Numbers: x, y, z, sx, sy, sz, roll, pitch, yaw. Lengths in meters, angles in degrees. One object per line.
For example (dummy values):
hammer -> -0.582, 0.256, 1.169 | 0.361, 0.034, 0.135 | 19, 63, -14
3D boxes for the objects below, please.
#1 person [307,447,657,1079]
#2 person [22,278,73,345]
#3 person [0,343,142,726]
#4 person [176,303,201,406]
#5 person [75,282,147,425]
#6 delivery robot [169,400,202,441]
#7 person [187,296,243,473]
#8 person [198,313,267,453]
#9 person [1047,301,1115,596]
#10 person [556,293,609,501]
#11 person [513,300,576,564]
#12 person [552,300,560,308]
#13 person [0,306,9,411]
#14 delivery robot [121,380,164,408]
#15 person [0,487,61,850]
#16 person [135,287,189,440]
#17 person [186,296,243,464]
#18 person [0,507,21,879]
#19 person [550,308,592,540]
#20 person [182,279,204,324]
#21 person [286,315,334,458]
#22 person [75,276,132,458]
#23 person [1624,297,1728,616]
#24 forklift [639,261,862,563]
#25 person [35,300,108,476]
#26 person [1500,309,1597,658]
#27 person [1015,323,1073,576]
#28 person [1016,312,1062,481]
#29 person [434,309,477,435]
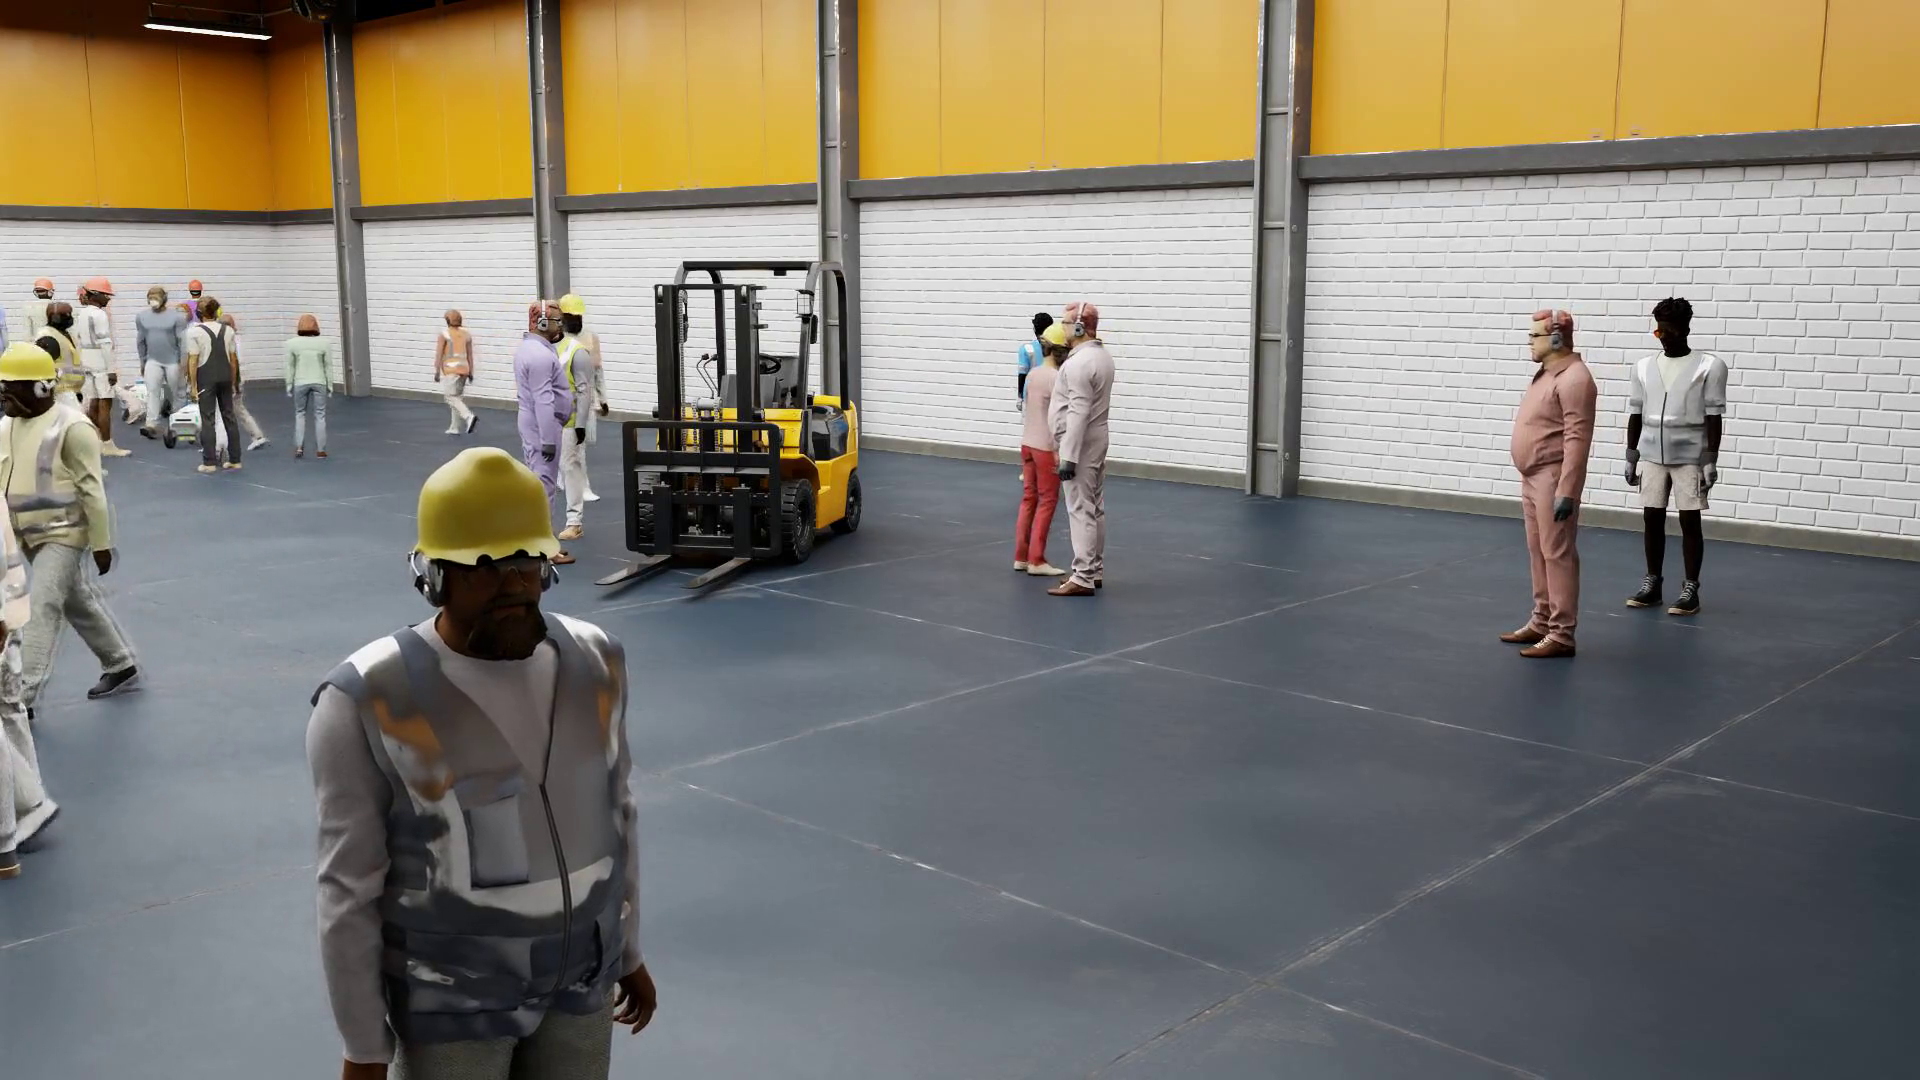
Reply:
person -> -0.777, 0.750, 2.849 | 0.404, 1.830, 0.603 | 9, 13, 44
person -> -12.626, -2.625, 23.063 | 0.613, 1.991, 0.392 | -5, 11, -29
person -> -4.322, -0.046, 7.898 | 0.617, 1.785, 0.945 | 5, 10, 27
person -> -11.078, -2.574, 23.840 | 0.508, 1.631, 0.264 | -3, 10, -16
person -> -11.546, -2.493, 22.370 | 0.972, 1.959, 0.631 | -3, 10, -18
delivery robot -> -9.150, -1.432, 19.847 | 0.477, 0.478, 0.707 | -1, 9, -7
person -> -7.806, -1.621, 17.393 | 0.353, 1.836, 0.503 | 7, 11, 36
person -> -8.457, -1.821, 19.272 | 0.718, 1.611, 0.530 | -3, 10, -16
person -> 0.773, -0.589, 10.827 | 0.410, 1.911, 0.641 | 3, 10, 18
person -> -3.575, -1.323, 15.350 | 0.738, 1.903, 0.600 | 7, 11, 36
person -> -2.980, -0.772, 11.989 | 0.401, 1.903, 0.646 | -4, 10, -22
person -> -4.667, -1.857, 19.040 | 0.326, 1.766, 0.533 | 4, 10, 21
person -> -14.455, -2.880, 24.805 | 0.543, 1.933, 0.364 | -1, 9, -7
delivery robot -> -11.506, -2.013, 23.410 | 0.477, 0.478, 0.707 | 0, 9, -2
person -> -3.575, 0.319, 6.127 | 0.394, 1.626, 0.544 | -3, 10, -18
person -> -9.934, -2.188, 20.677 | 0.655, 1.888, 0.985 | -1, 9, -6
person -> -8.115, -1.726, 18.078 | 0.566, 1.831, 0.818 | -3, 10, -18
person -> -3.480, 0.278, 5.595 | 0.337, 1.878, 0.585 | 4, 10, 24
person -> -3.192, -0.917, 13.058 | 0.622, 1.840, 0.429 | 4, 10, 24
person -> -12.801, -3.405, 27.993 | 0.545, 1.942, 0.354 | -3, 10, -16
person -> -7.312, -1.725, 18.723 | 0.513, 1.606, 0.384 | -3, 10, -19
person -> -9.644, -1.935, 18.697 | 0.605, 2.035, 0.392 | 8, 12, 39
person -> 4.400, -0.521, 10.290 | 0.385, 1.953, 0.610 | -8, 12, -41
forklift -> -1.552, -1.040, 12.721 | 1.214, 2.155, 2.313 | 2, 9, 11
person -> -9.211, -1.522, 16.864 | 0.869, 1.807, 0.648 | -3, 10, -15
person -> 3.217, -0.309, 9.125 | 0.402, 1.904, 0.652 | 0, 9, 2
person -> 0.617, -0.626, 11.556 | 0.389, 1.748, 0.537 | -5, 10, -26
person -> 0.815, -1.413, 16.557 | 0.536, 1.690, 0.320 | -4, 10, -22
person -> -6.352, -2.117, 21.086 | 0.665, 1.612, 0.520 | 6, 11, 33
